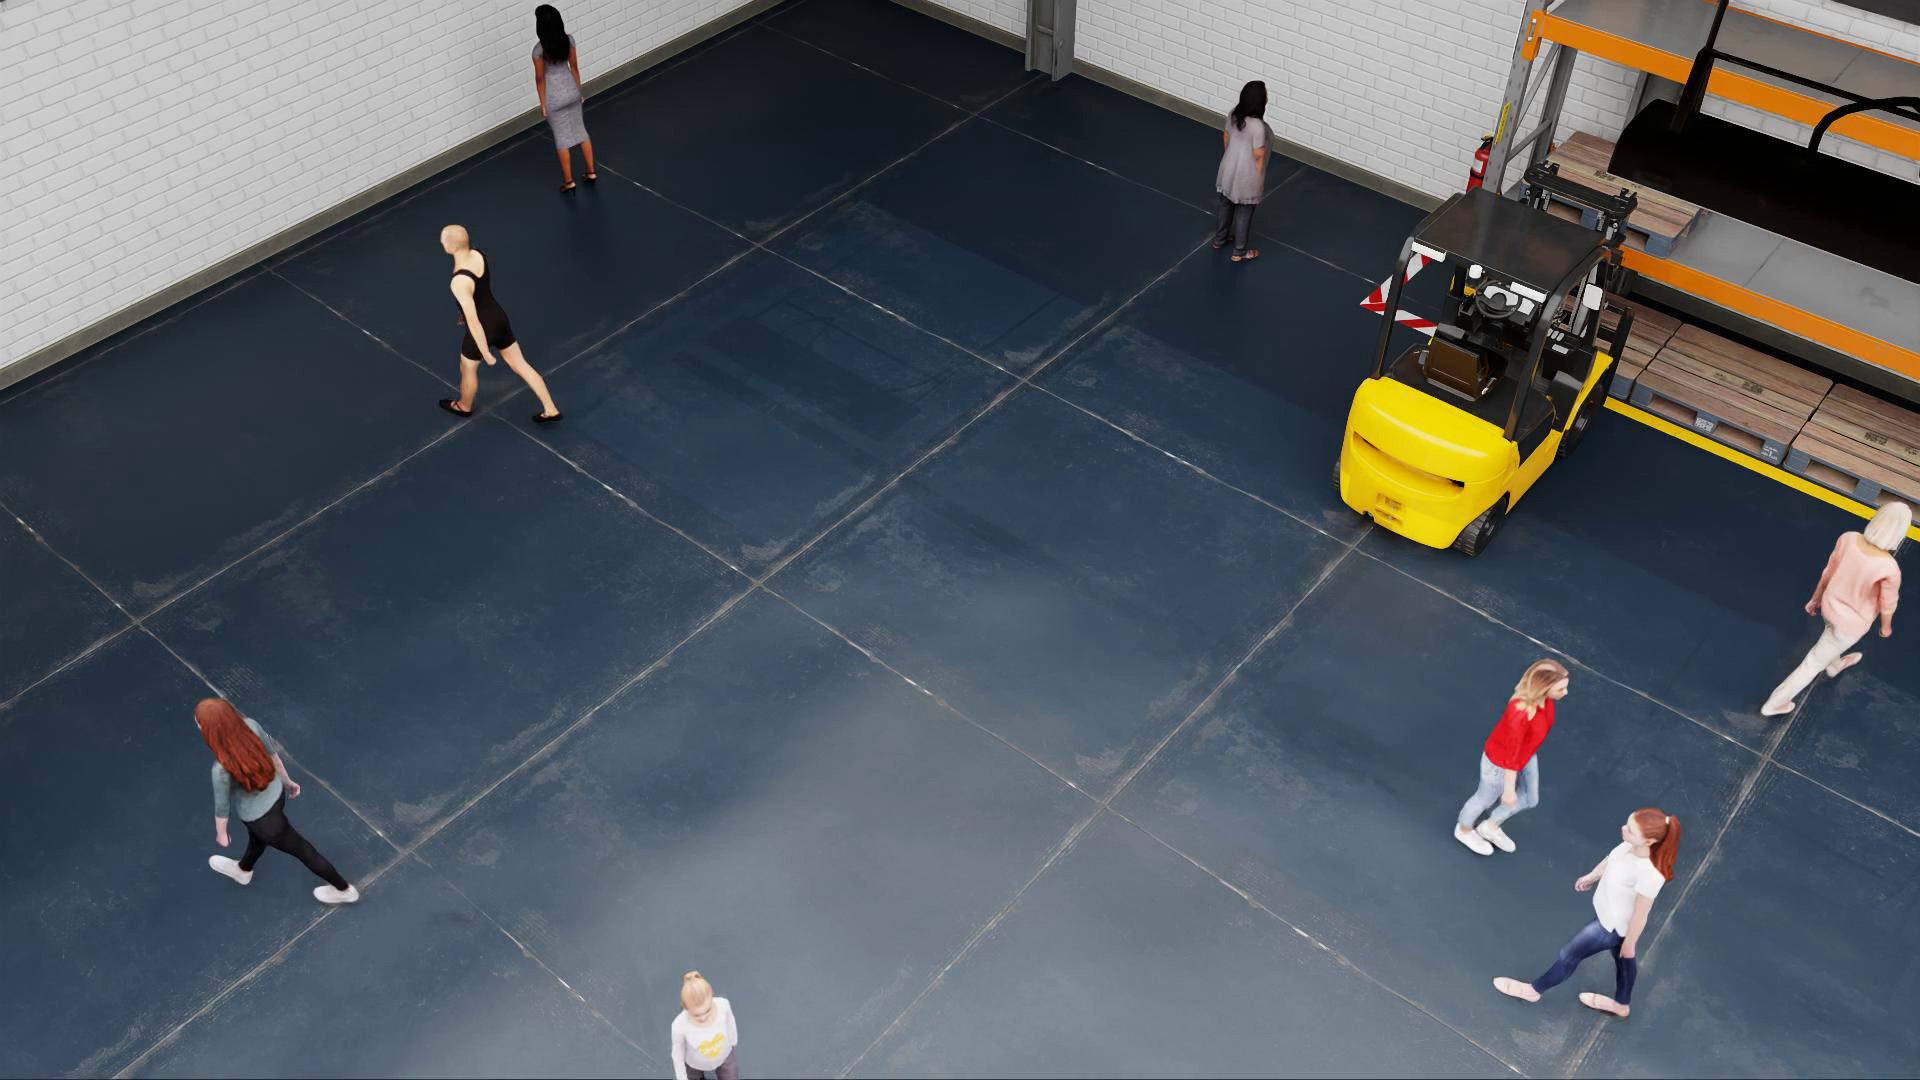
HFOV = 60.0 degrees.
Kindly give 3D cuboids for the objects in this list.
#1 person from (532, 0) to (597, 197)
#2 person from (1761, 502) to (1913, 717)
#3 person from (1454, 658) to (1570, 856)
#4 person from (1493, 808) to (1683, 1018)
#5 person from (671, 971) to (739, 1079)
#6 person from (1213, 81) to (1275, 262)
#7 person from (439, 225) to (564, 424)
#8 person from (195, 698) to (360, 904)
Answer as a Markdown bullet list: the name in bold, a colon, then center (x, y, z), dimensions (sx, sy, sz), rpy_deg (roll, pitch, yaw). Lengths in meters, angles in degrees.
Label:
- **person**: center (-3.526, -3.906, 14.789), dimensions (0.609, 1.779, 0.569), rpy_deg (-31, 52, -28)
- **person**: center (5.388, 0.485, 10.248), dimensions (1.027, 1.684, 1.097), rpy_deg (-14, 45, -14)
- **person**: center (3.062, 1.212, 9.480), dimensions (0.590, 1.690, 0.626), rpy_deg (31, 52, 28)
- **person**: center (3.529, 1.985, 8.657), dimensions (1.022, 1.706, 0.747), rpy_deg (16, 46, 17)
- **person**: center (-1.302, 2.547, 8.399), dimensions (0.737, 1.250, 0.975), rpy_deg (-19, 47, -19)
- **person**: center (2.396, -3.144, 14.111), dimensions (0.777, 1.610, 0.689), rpy_deg (-24, 48, -23)
- **person**: center (-3.407, -1.536, 12.316), dimensions (1.300, 1.758, 0.986), rpy_deg (10, 44, 10)
- **person**: center (-3.745, 1.510, 9.163), dimensions (1.194, 1.698, 0.988), rpy_deg (6, 44, 7)
